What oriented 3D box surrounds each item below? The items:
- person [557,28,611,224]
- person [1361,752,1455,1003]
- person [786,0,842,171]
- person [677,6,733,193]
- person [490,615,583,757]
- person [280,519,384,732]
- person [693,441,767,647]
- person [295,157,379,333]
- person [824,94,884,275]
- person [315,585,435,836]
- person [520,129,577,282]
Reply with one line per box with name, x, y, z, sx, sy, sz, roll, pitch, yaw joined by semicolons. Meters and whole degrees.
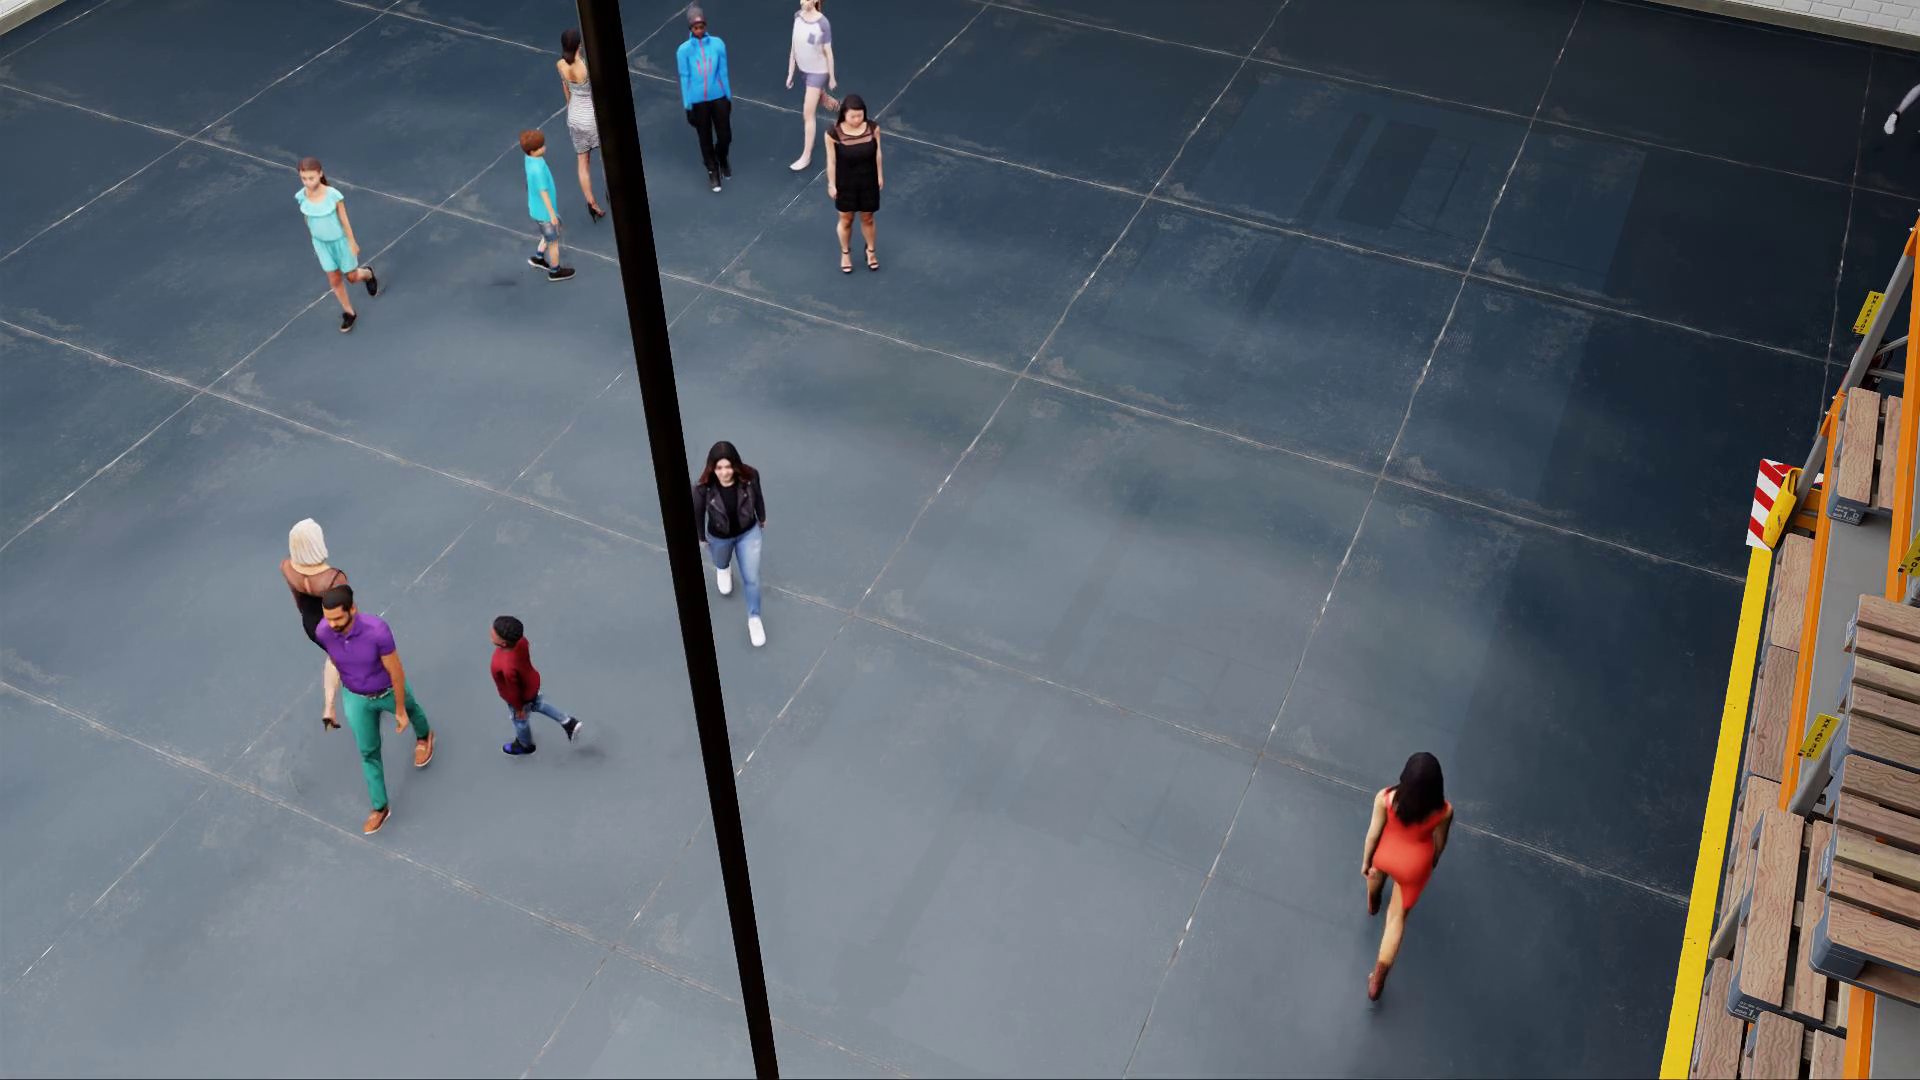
person;-3.358;-3.631;14.755;0.647;1.807;0.709;15;46;15
person;2.411;1.833;9.110;0.637;1.682;1.134;15;46;15
person;-1.315;-4.432;15.658;0.802;1.720;1.212;32;52;29
person;-2.336;-4.071;15.235;0.754;1.782;0.811;-13;45;-13
person;-2.679;0.922;10.386;0.723;1.241;0.763;3;44;4
person;-3.953;0.606;10.360;0.657;1.735;0.776;12;45;13
person;-1.546;-0.093;11.197;1.052;1.592;1.138;-11;45;-11
person;-5.162;-2.508;13.764;0.723;1.548;0.924;4;44;4
person;-0.900;-3.047;14.211;0.744;1.712;0.797;-12;45;-12
person;-3.503;0.855;10.114;0.974;1.714;1.240;0;44;0
person;-3.620;-2.845;14.197;0.742;1.439;0.682;-16;46;-16
